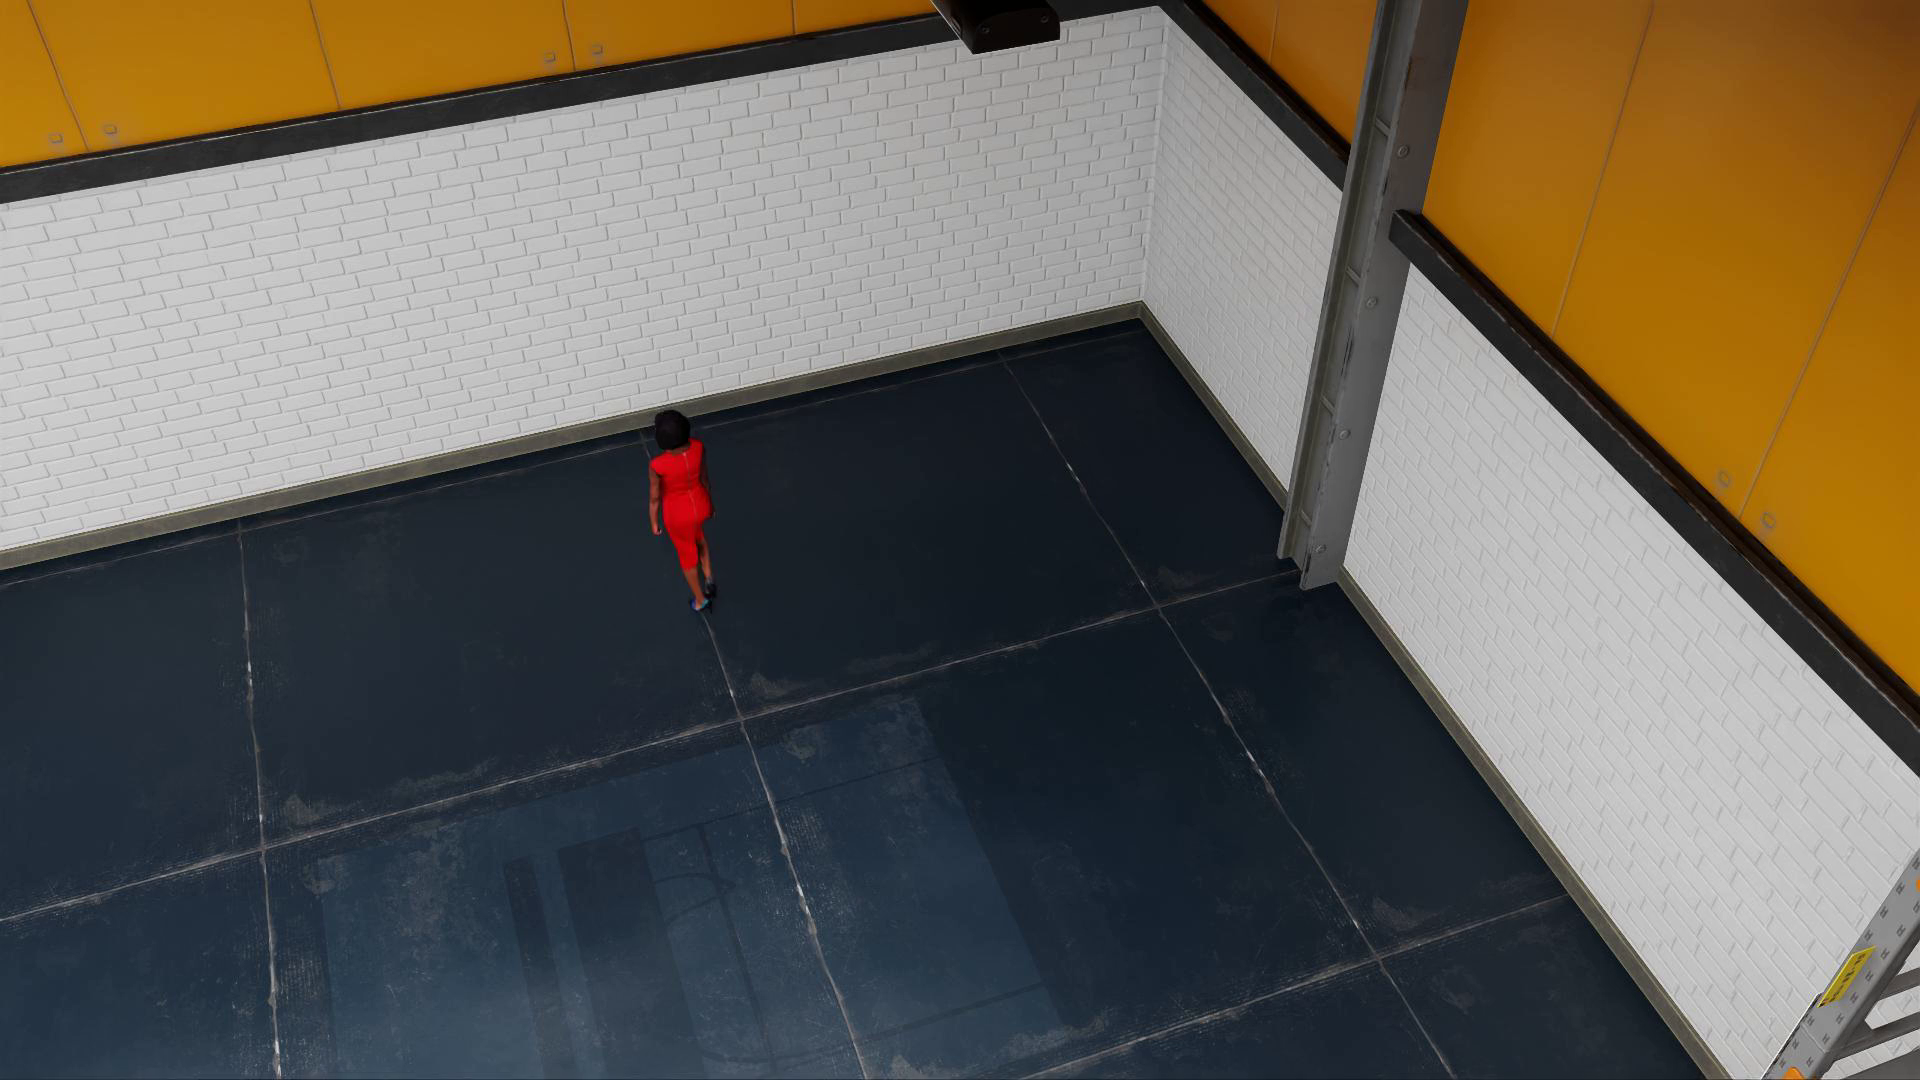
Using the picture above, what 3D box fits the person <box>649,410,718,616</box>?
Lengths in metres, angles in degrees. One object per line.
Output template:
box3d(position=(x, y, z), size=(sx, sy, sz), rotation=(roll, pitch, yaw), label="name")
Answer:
box3d(position=(-1.756, -0.121, 10.995), size=(0.685, 1.729, 0.711), rotation=(-32, 52, -29), label="person")
